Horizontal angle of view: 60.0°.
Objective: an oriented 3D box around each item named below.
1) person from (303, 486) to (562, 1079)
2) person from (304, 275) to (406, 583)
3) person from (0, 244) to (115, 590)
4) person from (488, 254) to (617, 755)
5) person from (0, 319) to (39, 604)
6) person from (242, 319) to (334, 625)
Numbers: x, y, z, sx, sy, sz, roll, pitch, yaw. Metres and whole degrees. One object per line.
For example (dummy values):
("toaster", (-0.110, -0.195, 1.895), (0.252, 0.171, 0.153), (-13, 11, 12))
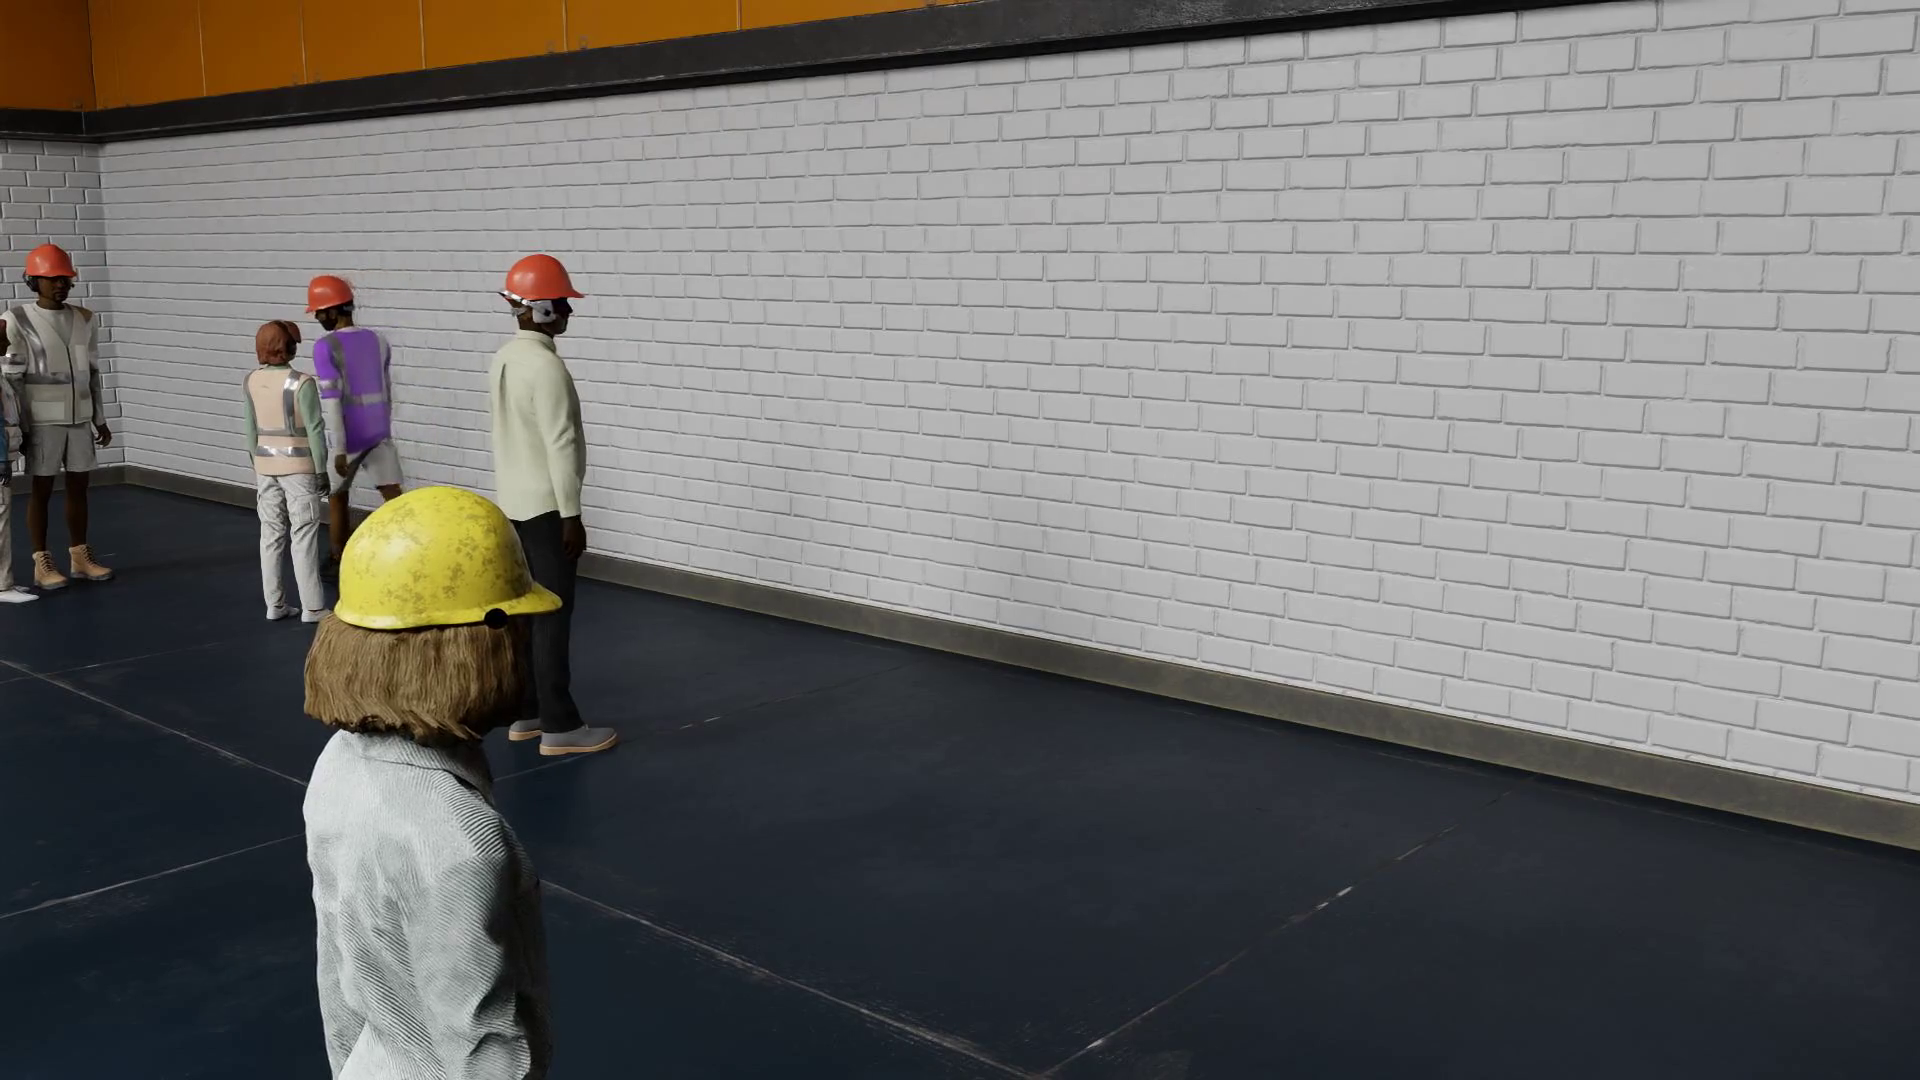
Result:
("person", (-0.635, 0.797, 2.088), (0.324, 1.743, 0.491), (-7, 12, -36))
("person", (-3.521, -0.618, 9.811), (1.030, 1.874, 0.557), (7, 12, 34))
("person", (-5.377, -0.736, 9.966), (0.397, 2.043, 0.610), (5, 11, 27))
("person", (-1.669, -0.139, 6.700), (0.379, 1.996, 0.609), (-8, 12, -37))
("person", (-5.524, -0.456, 9.520), (0.310, 1.638, 0.523), (-7, 12, -36))
("person", (-3.611, -0.358, 8.948), (0.513, 1.645, 0.307), (4, 11, 22))
